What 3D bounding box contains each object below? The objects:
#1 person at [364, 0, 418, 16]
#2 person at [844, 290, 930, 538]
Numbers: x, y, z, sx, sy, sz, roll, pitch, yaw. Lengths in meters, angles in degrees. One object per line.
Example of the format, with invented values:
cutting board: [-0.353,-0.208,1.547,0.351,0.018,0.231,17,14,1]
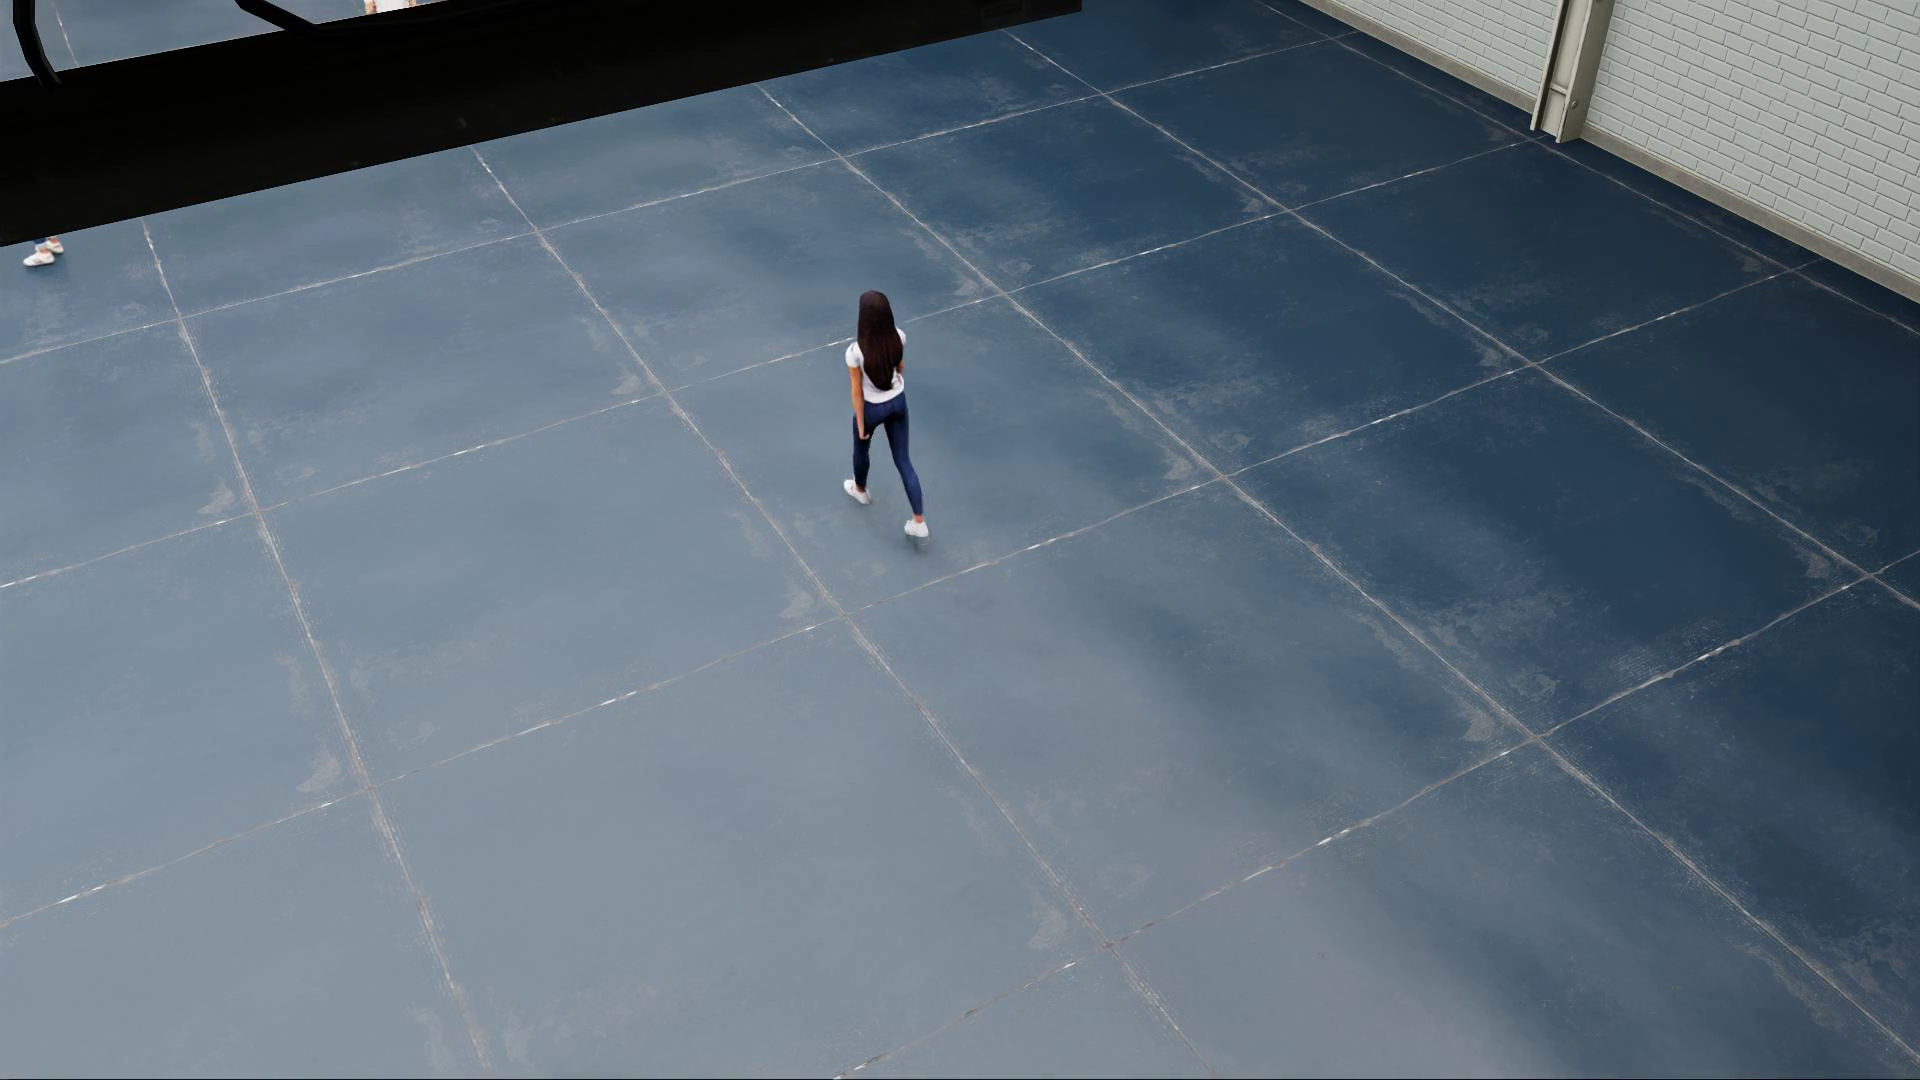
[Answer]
person: [-5.425,-4.910,16.078,0.832,1.703,0.969,-5,38,-7]
person: [-0.448,-0.781,10.774,0.586,1.734,1.110,-20,42,-24]
